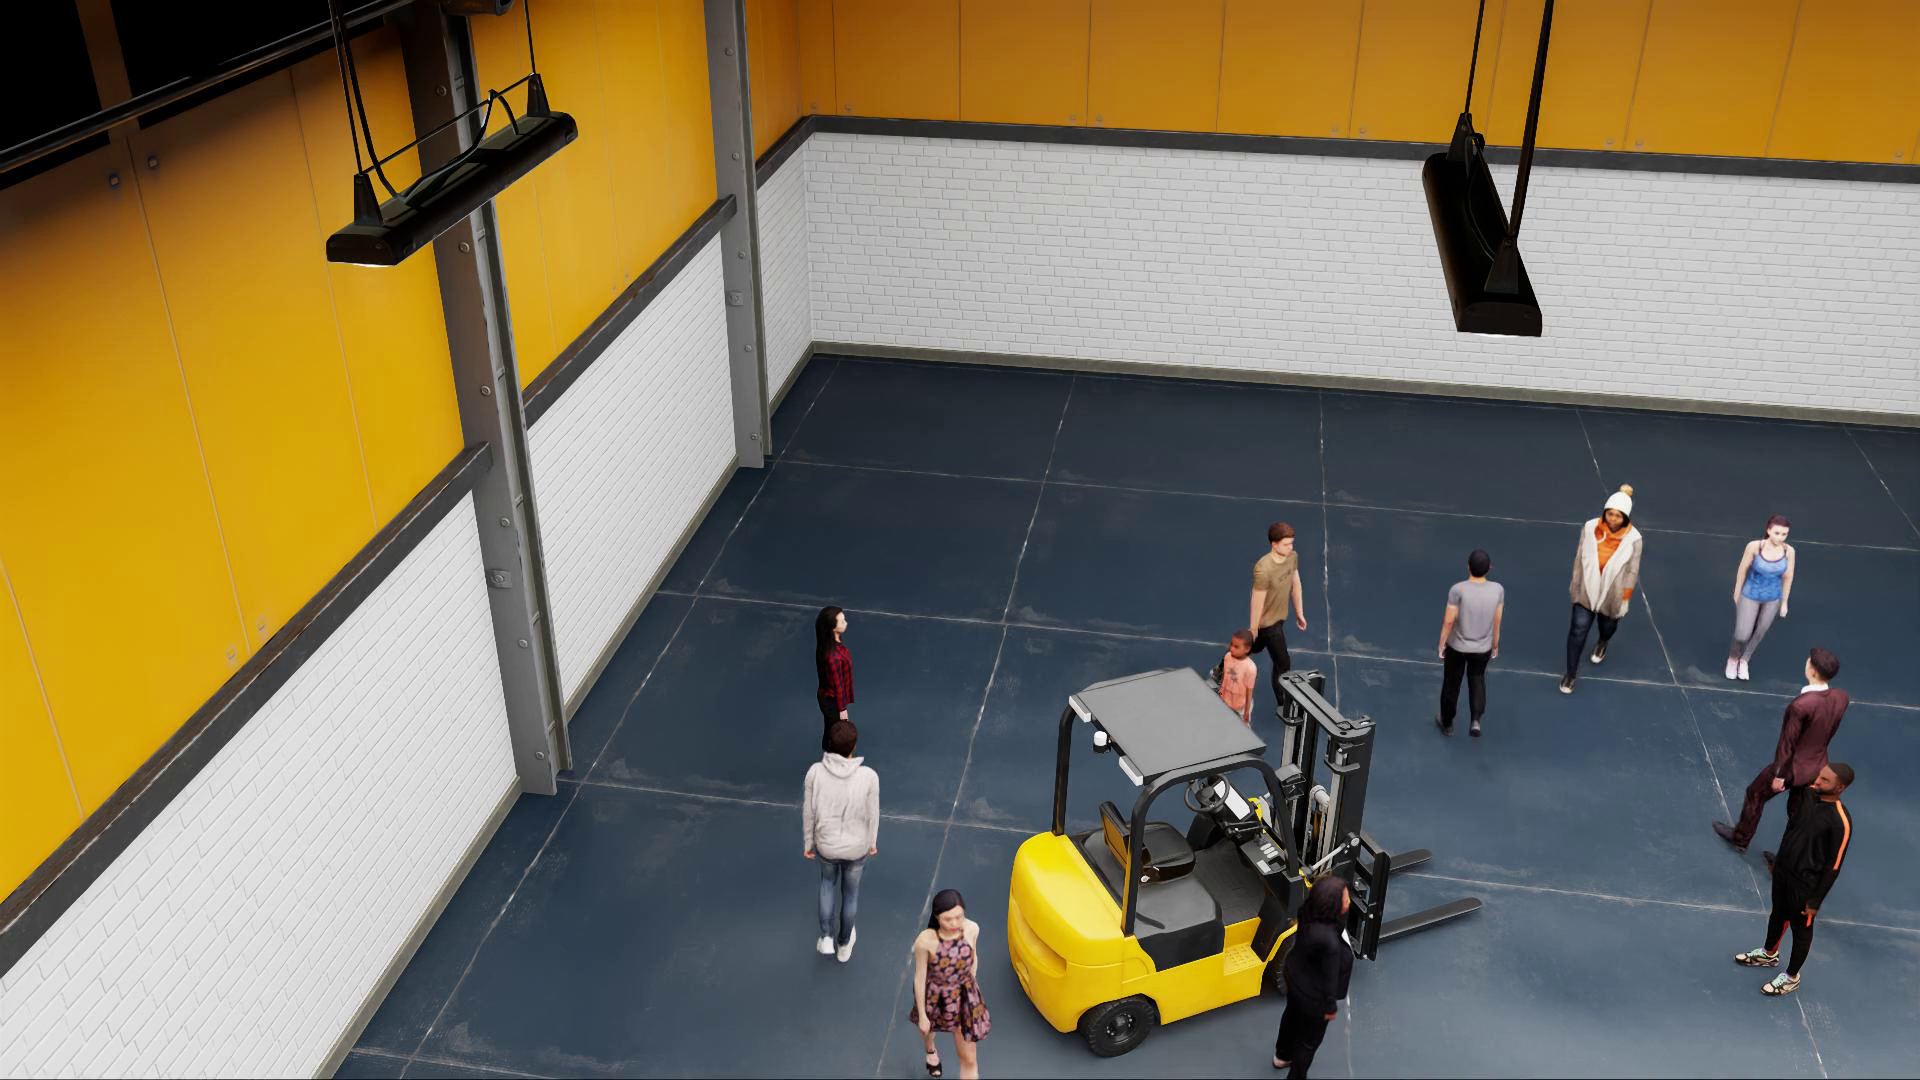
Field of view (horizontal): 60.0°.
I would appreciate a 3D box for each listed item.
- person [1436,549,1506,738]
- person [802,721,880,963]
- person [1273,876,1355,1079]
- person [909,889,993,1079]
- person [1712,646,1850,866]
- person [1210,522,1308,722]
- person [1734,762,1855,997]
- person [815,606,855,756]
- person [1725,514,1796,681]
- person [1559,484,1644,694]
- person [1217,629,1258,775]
[{"bbox_3d":[4.152,0.894,13.495,0.711,1.746,0.822,0,29,0],"label":"person"},{"bbox_3d":[-0.803,2.120,11.162,0.694,1.827,0.765,2,29,3],"label":"person"},{"bbox_3d":[2.161,2.744,10.244,0.766,1.611,0.658,-3,29,-6],"label":"person"},{"bbox_3d":[-0.105,2.758,10.108,0.997,1.716,1.236,-10,30,-18],"label":"person"},{"bbox_3d":[6.094,1.669,11.974,0.976,1.841,1.087,-9,30,-16],"label":"person"},{"bbox_3d":[2.513,0.634,13.906,1.126,1.808,1.289,21,35,33],"label":"person"},{"bbox_3d":[5.592,2.212,11.014,0.752,1.808,0.591,-5,29,-8],"label":"person"},{"bbox_3d":[-0.994,1.243,12.947,0.714,1.658,0.579,-7,29,-12],"label":"person"},{"bbox_3d":[6.925,0.475,14.419,0.556,1.596,0.564,5,29,9],"label":"person"},{"bbox_3d":[5.573,0.365,14.350,0.936,1.855,1.248,15,32,25],"label":"person"},{"bbox_3d":[2.244,1.264,13.276,0.637,1.305,0.587,-22,35,-34],"label":"person"}]
